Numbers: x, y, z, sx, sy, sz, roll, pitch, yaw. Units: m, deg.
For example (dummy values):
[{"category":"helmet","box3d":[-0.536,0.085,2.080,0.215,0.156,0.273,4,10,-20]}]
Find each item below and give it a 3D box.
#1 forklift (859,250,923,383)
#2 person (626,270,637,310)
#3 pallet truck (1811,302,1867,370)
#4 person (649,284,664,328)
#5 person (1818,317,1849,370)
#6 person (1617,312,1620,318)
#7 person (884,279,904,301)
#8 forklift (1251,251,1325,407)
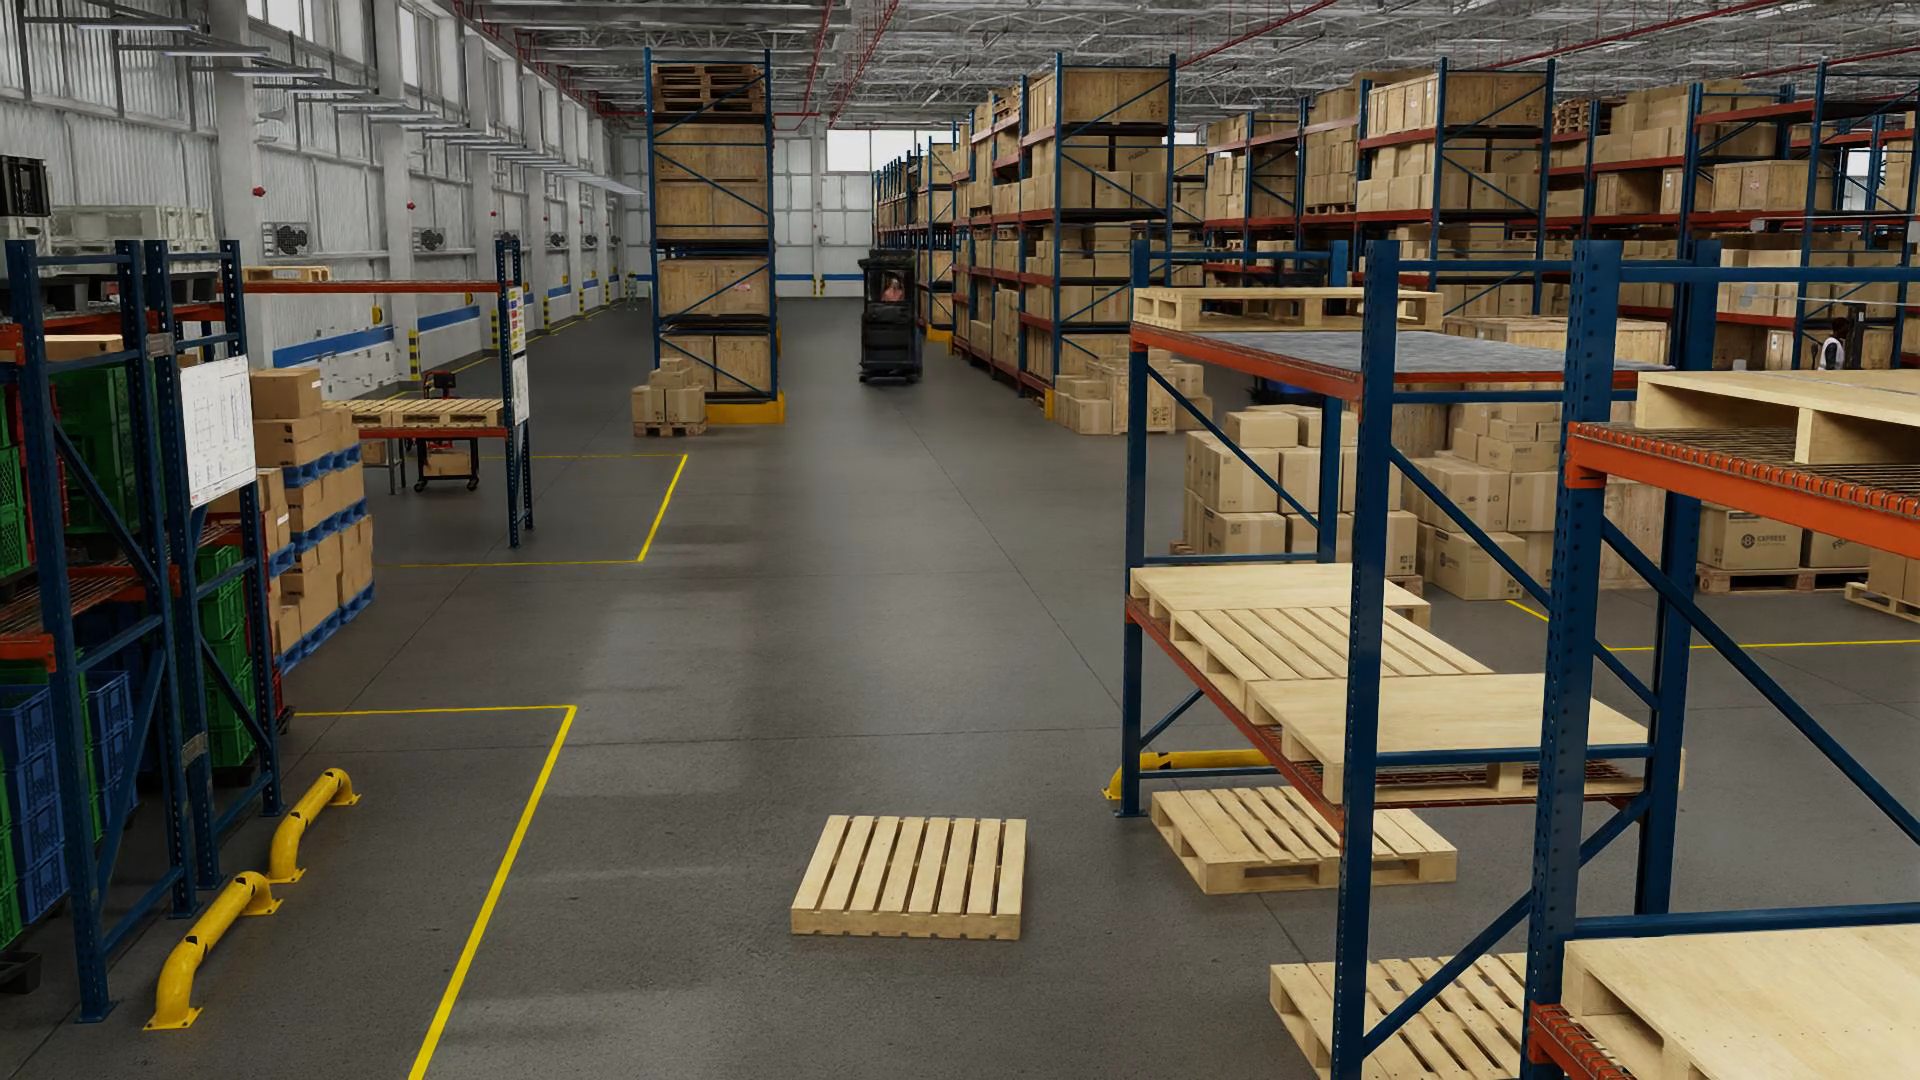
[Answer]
[{"category":"forklift","box3d":[-1.449,-4.820,35.642,1.129,2.768,1.873,1,10,8]},{"category":"person","box3d":[-14.192,-10.796,71.941,0.483,1.735,0.341,-7,12,-34]},{"category":"pallet truck","box3d":[15.846,-3.142,28.793,1.885,1.965,0.823,2,10,12]},{"category":"person","box3d":[-10.489,-8.254,57.674,0.575,1.795,0.969,-3,11,-14]},{"category":"person","box3d":[12.837,-2.331,24.549,0.387,1.911,0.592,6,12,31]},{"category":"person","box3d":[11.730,-3.195,29.722,0.694,1.784,0.939,4,11,22]},{"category":"person","box3d":[-1.955,-6.939,50.202,0.658,1.867,0.949,-2,11,-13]},{"category":"forklift","box3d":[6.158,-3.857,30.307,1.129,2.768,1.873,-1,10,-6]}]
